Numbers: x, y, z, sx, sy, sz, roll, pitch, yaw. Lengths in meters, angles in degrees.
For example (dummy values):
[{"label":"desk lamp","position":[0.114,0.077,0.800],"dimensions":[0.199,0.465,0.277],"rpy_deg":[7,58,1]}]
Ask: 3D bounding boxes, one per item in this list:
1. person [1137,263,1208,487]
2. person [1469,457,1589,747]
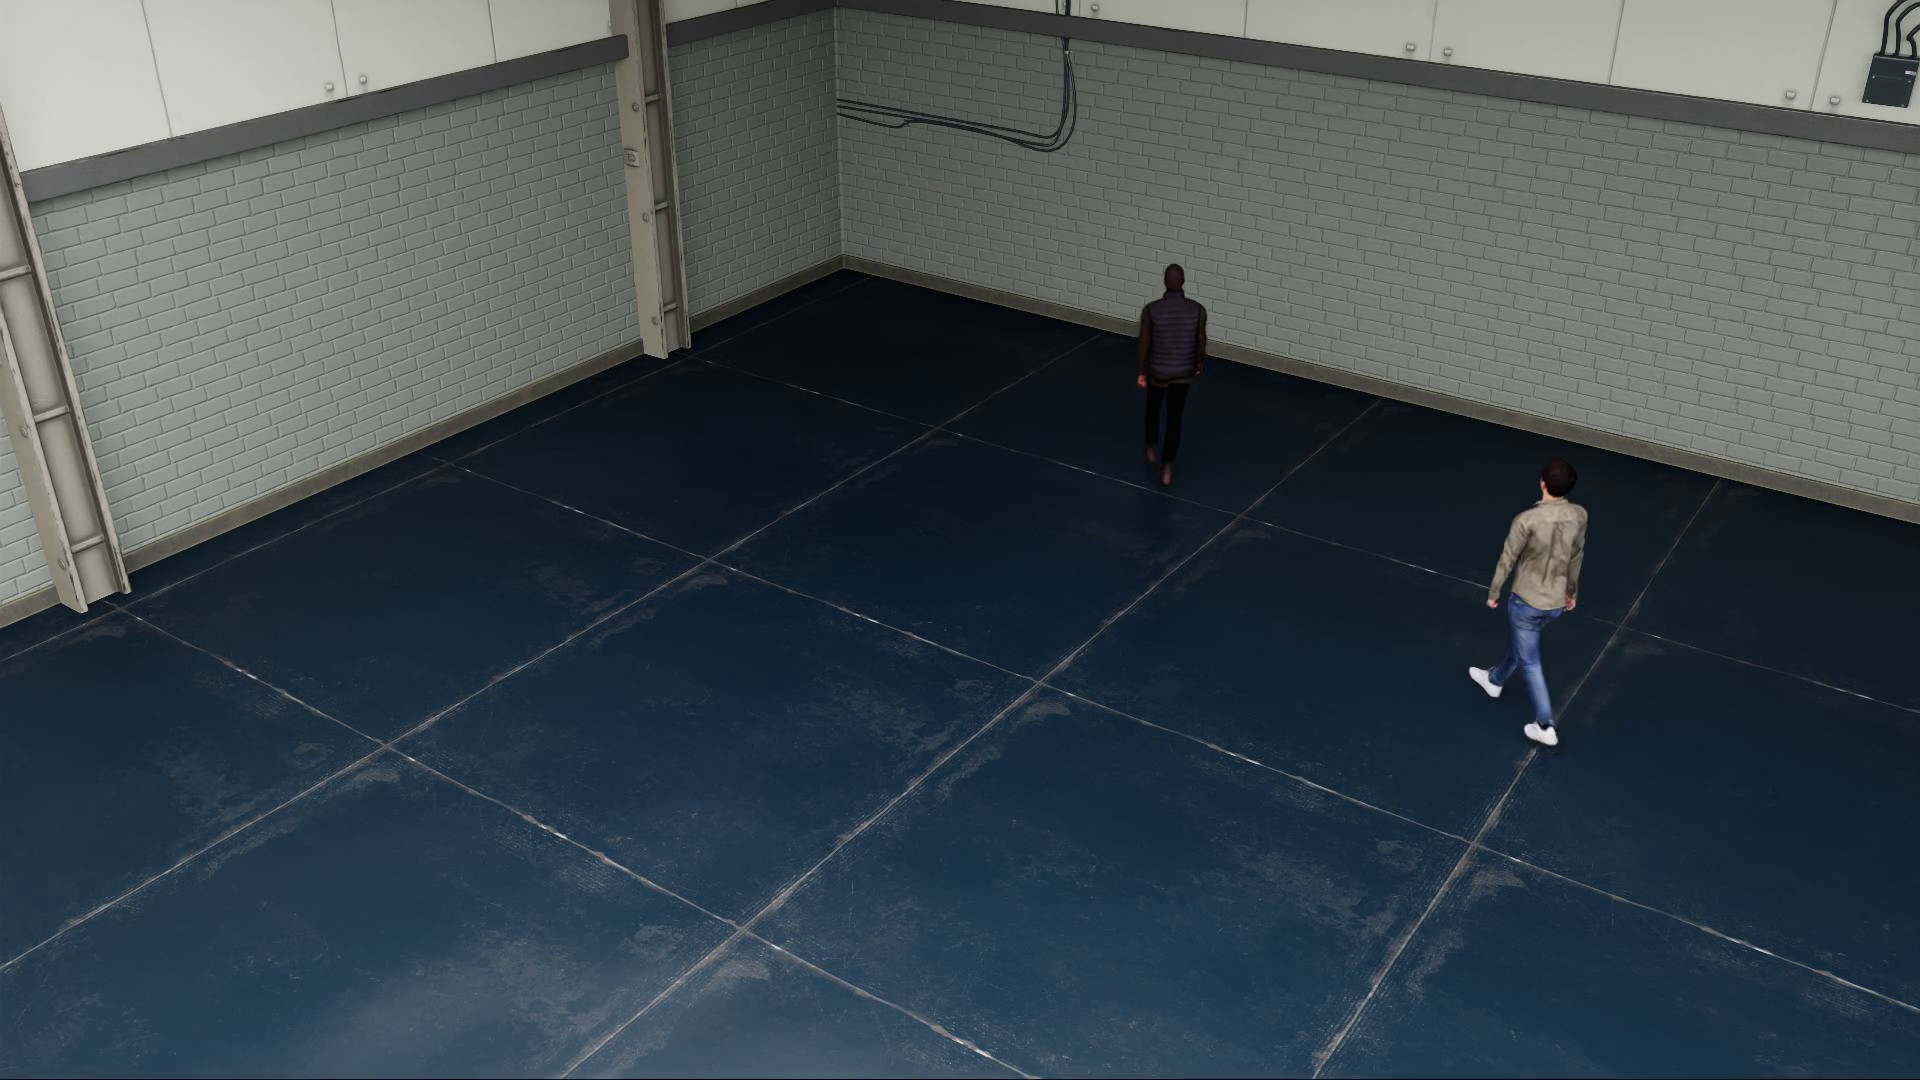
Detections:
[{"label":"person","position":[1.706,-1.319,13.550],"dimensions":[0.951,1.810,1.065],"rpy_deg":[4,28,7]},{"label":"person","position":[3.602,0.416,10.277],"dimensions":[1.236,1.827,1.202],"rpy_deg":[-9,29,-16]}]
